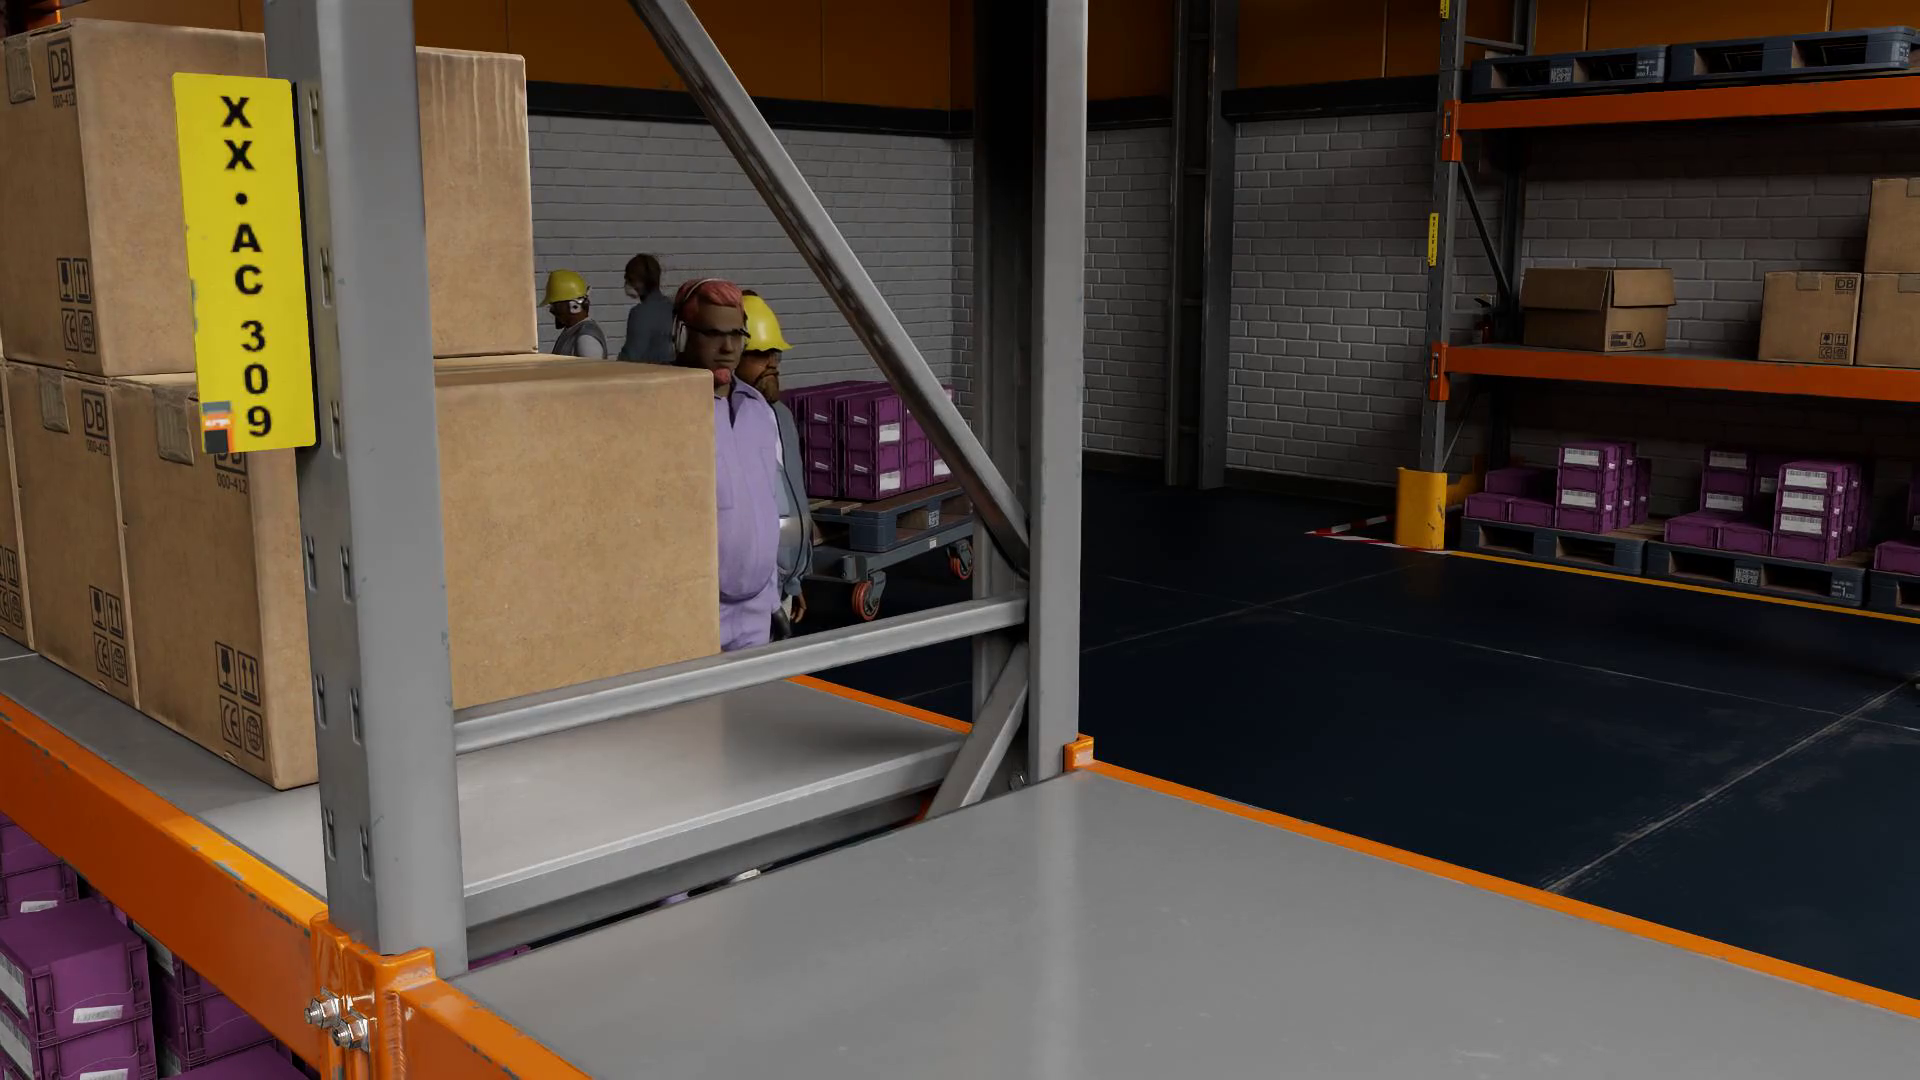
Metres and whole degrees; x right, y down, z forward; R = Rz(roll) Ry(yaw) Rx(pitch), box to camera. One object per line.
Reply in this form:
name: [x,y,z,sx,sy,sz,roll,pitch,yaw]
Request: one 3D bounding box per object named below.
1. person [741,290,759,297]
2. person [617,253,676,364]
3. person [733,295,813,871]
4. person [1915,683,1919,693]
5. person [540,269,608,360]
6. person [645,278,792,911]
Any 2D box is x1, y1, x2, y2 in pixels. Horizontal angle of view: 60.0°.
person: [-1.556,-1.009,12.181,0.501,1.632,0.277,9,14,40]
person: [-2.104,-0.885,10.759,0.804,1.898,0.642,1,10,4]
person: [-0.680,0.133,5.385,0.403,1.833,0.586,5,11,24]
person: [4.346,-0.215,7.061,0.391,1.922,0.590,5,12,25]
person: [-2.263,-0.675,9.819,0.403,1.823,0.588,-4,11,-20]
person: [-0.716,0.205,4.812,0.405,1.903,0.636,7,12,33]
